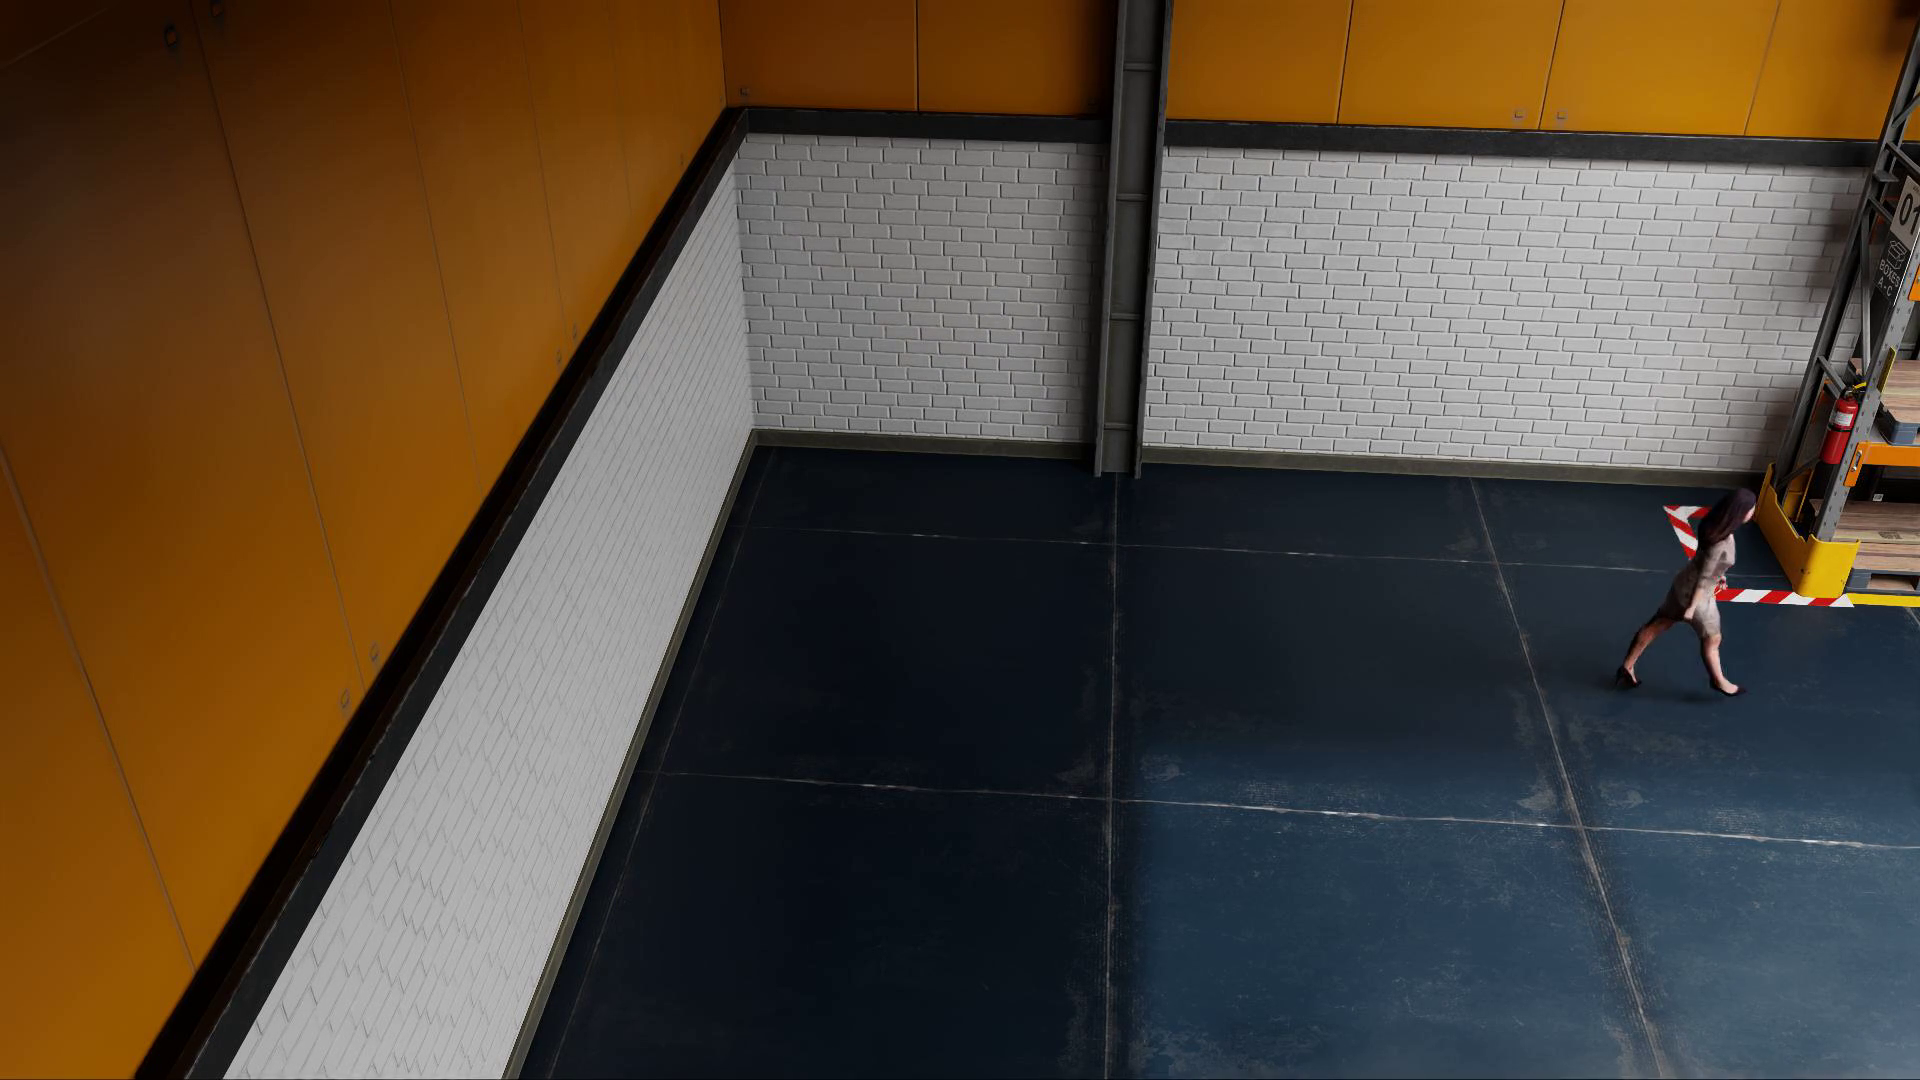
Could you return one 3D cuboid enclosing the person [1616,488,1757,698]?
[{"bbox_3d":[4.871,0.393,11.258,1.112,1.681,0.694,4,34,7],"label":"person"}]
